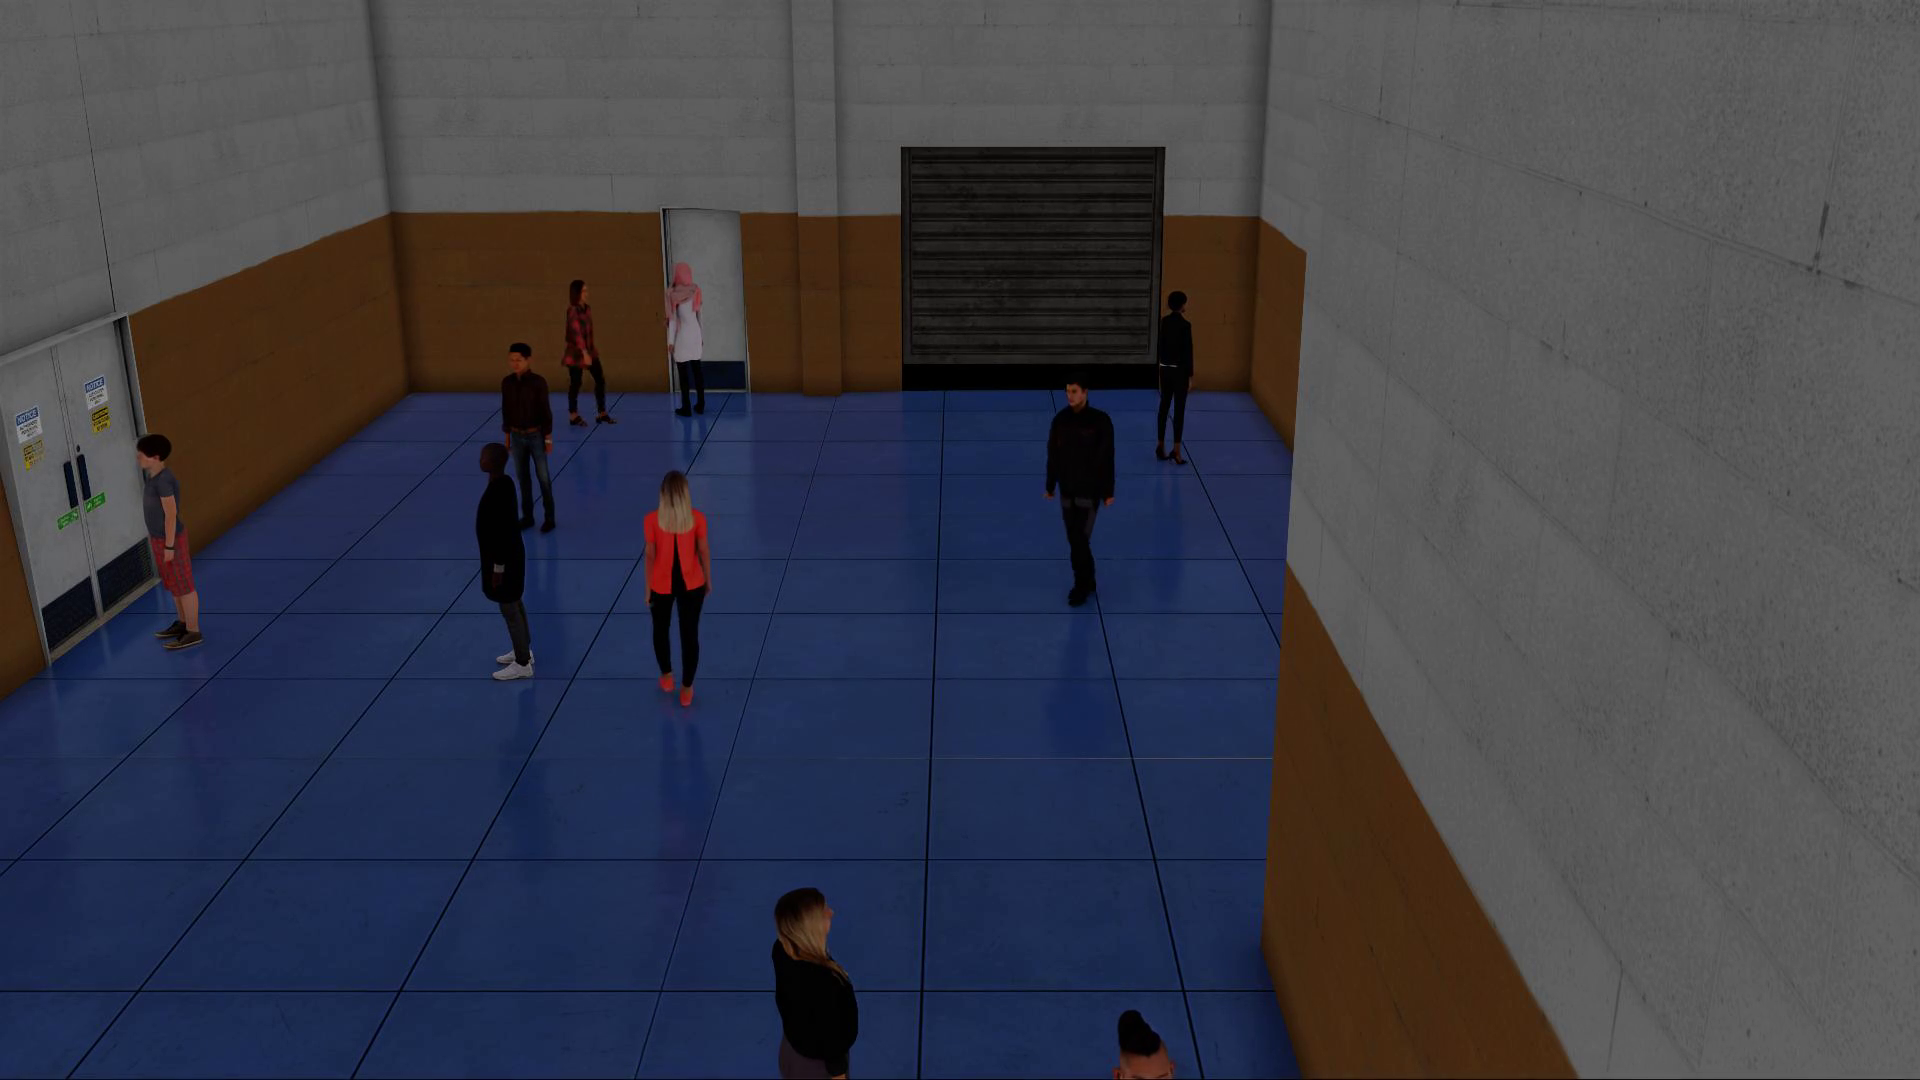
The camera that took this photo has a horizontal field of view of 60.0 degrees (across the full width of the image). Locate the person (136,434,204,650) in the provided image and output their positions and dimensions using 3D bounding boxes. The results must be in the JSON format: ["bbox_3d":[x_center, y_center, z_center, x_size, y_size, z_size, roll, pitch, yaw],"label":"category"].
[{"bbox_3d":[-6.039,-0.008,12.706,0.697,1.651,0.664,-13,23,-34],"label":"person"}]

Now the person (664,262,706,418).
[{"bbox_3d":[-3.191,-2.347,19.424,0.708,1.803,0.791,-13,23,-34],"label":"person"}]

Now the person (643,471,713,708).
[{"bbox_3d":[-1.963,0.370,11.560,0.654,1.680,0.752,-4,19,-11],"label":"person"}]

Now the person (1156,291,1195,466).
[{"bbox_3d":[2.252,-1.708,17.482,0.722,1.834,0.693,-13,23,-35],"label":"person"}]

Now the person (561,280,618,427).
[{"bbox_3d":[-4.372,-2.096,18.872,0.876,1.681,0.757,7,20,19],"label":"person"}]

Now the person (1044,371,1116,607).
[{"bbox_3d":[1.046,-0.457,13.624,0.914,1.928,0.982,13,23,34],"label":"person"}]

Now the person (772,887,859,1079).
[{"bbox_3d":[-0.580,2.093,6.462,0.699,1.672,0.678,-12,22,-32],"label":"person"}]

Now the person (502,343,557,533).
[{"bbox_3d":[-3.966,-0.951,15.326,0.523,1.778,0.745,4,19,12],"label":"person"}]

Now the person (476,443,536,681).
[{"bbox_3d":[-3.301,0.141,12.111,0.587,1.761,0.675,-2,19,-7],"label":"person"}]
